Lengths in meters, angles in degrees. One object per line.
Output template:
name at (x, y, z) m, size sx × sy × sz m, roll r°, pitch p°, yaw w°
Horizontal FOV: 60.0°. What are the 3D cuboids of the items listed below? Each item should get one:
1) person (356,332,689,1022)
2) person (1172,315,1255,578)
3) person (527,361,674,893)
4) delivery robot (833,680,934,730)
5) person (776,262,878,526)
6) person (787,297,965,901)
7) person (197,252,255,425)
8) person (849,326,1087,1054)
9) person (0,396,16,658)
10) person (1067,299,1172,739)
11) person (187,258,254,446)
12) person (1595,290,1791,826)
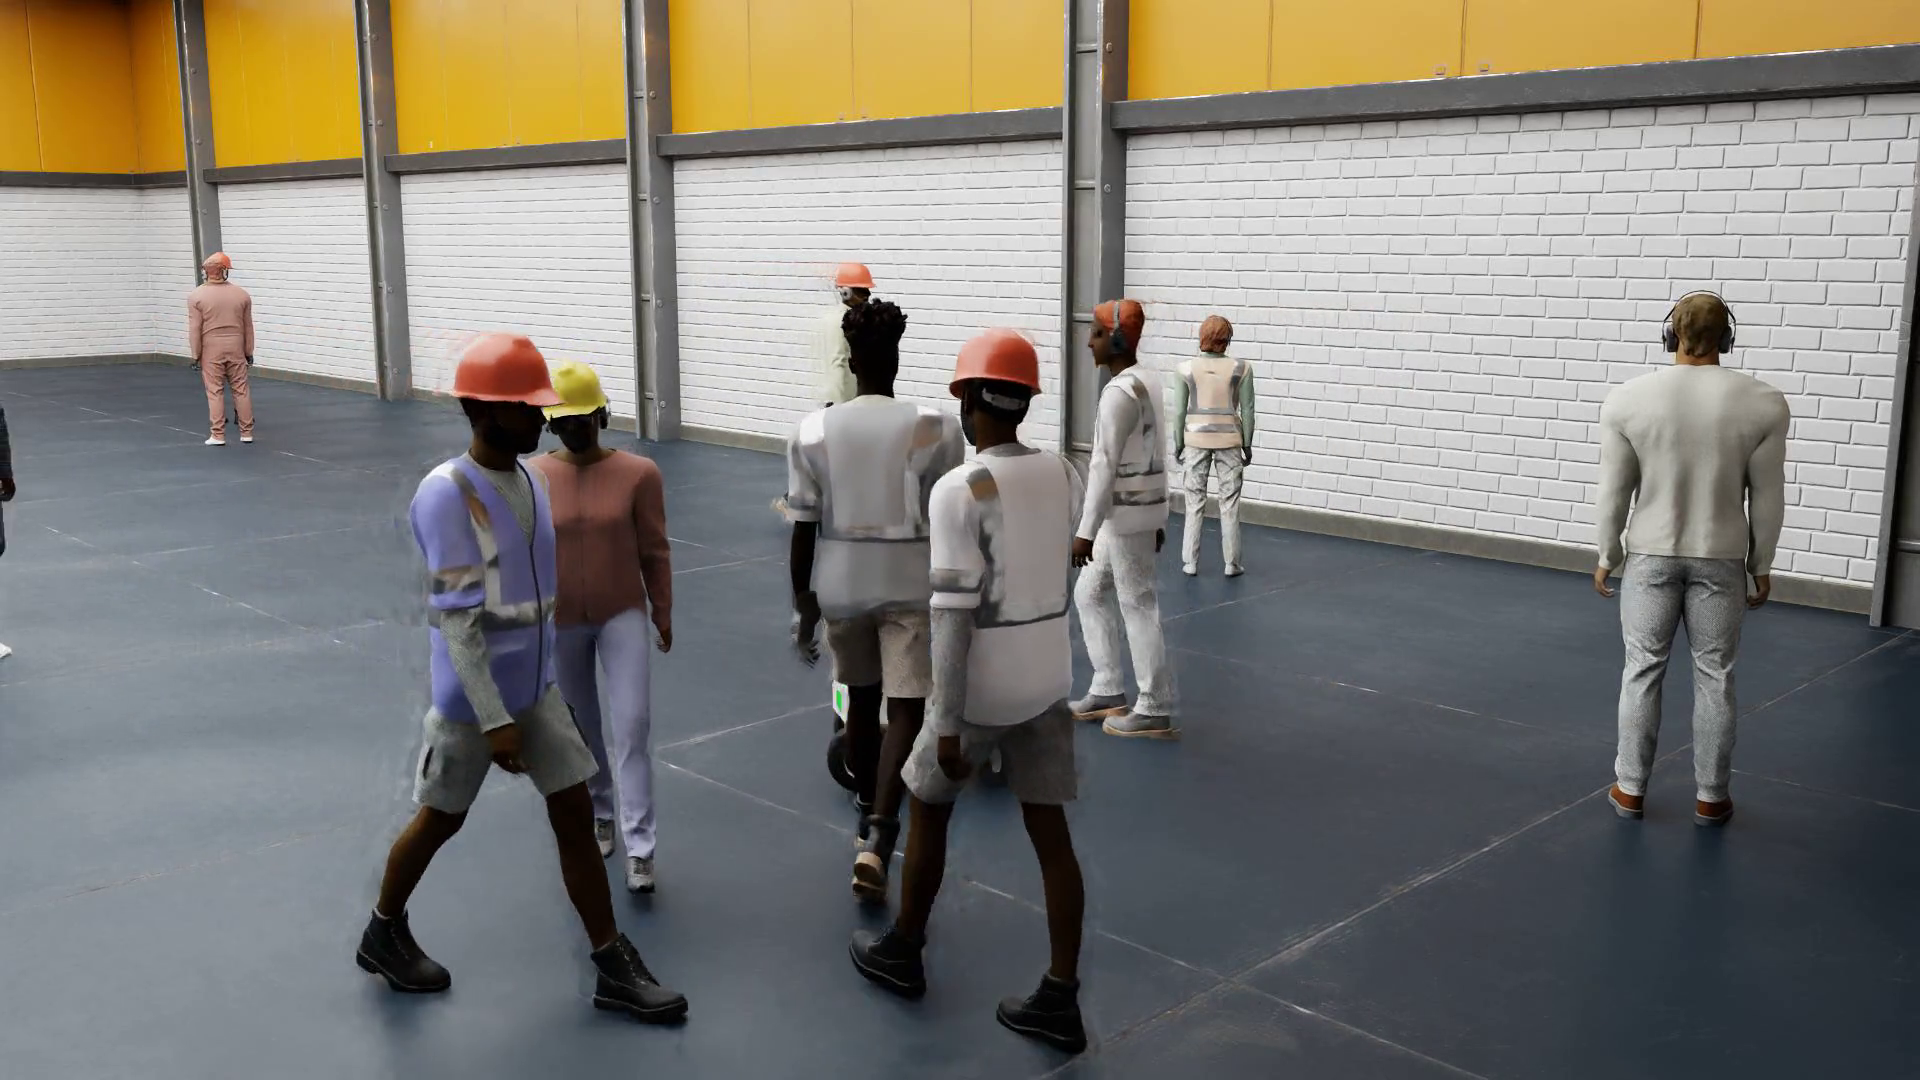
person at (-1.276, 0.380, 4.530) m, size 1.025 × 1.894 × 0.548 m, roll 4°, pitch 11°, yaw 23°
person at (1.579, -0.576, 10.380) m, size 0.512 × 1.641 × 0.309 m, roll 2°, pitch 11°, yaw 12°
person at (-1.201, 0.288, 5.428) m, size 0.524 × 1.726 × 0.863 m, roll -2°, pitch 11°, yaw -9°
delivery robot at (-0.139, 0.623, 6.545) m, size 0.707 × 0.478 × 0.477 m, roll 0°, pitch 10°, yaw -1°
person at (-0.876, -1.020, 11.963) m, size 0.976 × 1.958 × 0.631 m, roll 4°, pitch 11°, yaw 18°
person at (-0.286, 0.182, 5.452) m, size 0.603 × 1.941 × 0.890 m, roll 2°, pitch 11°, yaw 12°
person at (-8.303, -2.266, 18.779) m, size 0.552 × 1.937 × 0.356 m, roll 0°, pitch 10°, yaw 1°
person at (0.044, 0.375, 4.512) m, size 0.559 × 1.879 × 0.940 m, roll -9°, pitch 14°, yaw -41°
person at (-5.153, -0.352, 8.462) m, size 0.690 × 1.894 × 0.601 m, roll 4°, pitch 11°, yaw 22°
person at (0.631, -0.078, 7.041) m, size 0.652 × 1.861 × 0.580 m, roll 2°, pitch 11°, yaw 13°
person at (-7.533, -1.914, 16.956) m, size 0.649 × 1.904 × 0.401 m, roll -10°, pitch 14°, yaw -44°
person at (2.620, 0.074, 6.025) m, size 0.627 × 1.938 × 0.373 m, roll 4°, pitch 11°, yaw 22°
